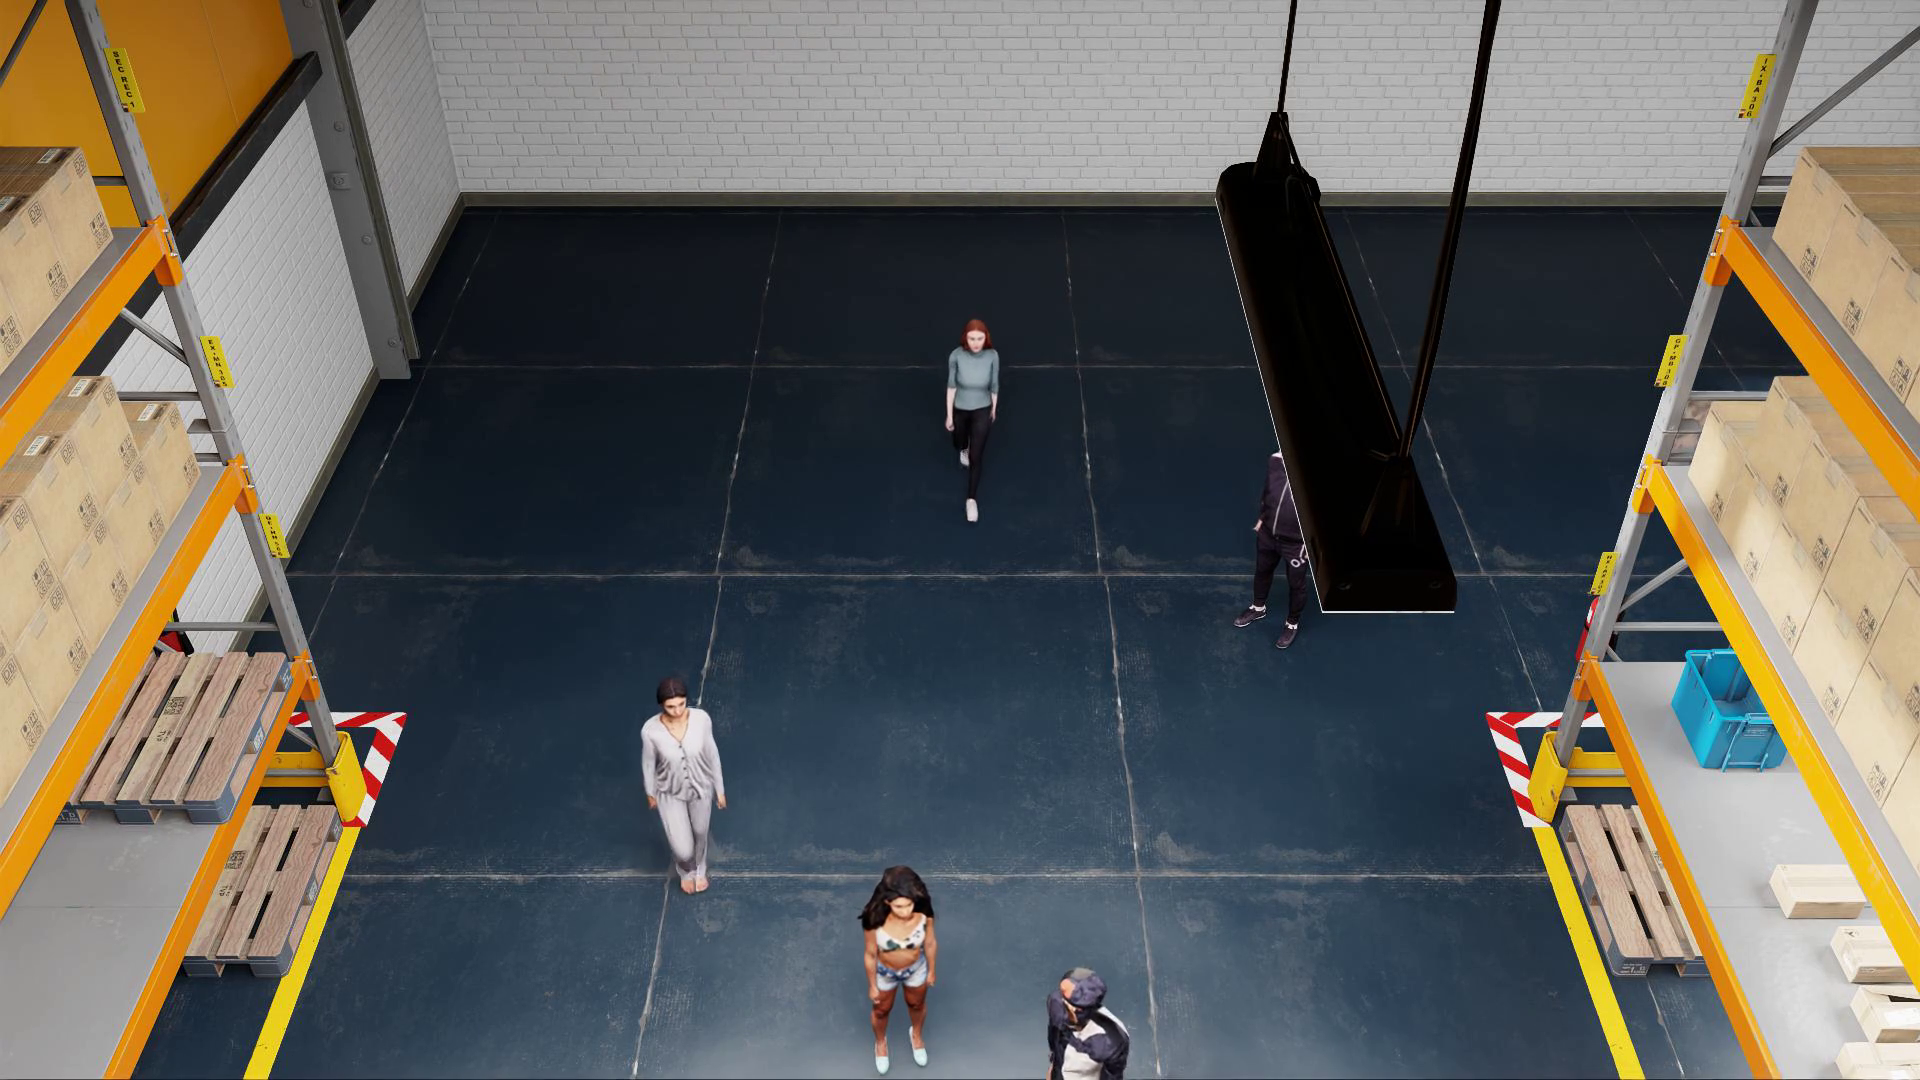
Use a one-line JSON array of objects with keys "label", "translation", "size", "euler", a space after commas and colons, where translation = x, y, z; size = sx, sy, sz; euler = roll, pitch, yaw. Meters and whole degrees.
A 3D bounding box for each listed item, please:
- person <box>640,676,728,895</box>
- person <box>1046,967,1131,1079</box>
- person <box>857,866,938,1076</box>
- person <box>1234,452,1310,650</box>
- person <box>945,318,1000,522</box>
[{"label": "person", "translation": [-1.697, 1.442, 10.109], "size": [0.716, 1.761, 0.753], "euler": [-15, 41, -17]}, {"label": "person", "translation": [0.680, 2.738, 8.407], "size": [1.052, 1.859, 1.131], "euler": [28, 46, 30]}, {"label": "person", "translation": [-0.326, 2.345, 9.088], "size": [0.610, 1.622, 0.623], "euler": [-7, 39, -9]}, {"label": "person", "translation": [2.348, -0.044, 11.911], "size": [0.756, 1.833, 0.811], "euler": [31, 48, 33]}, {"label": "person", "translation": [0.076, -1.045, 13.254], "size": [0.596, 1.721, 1.082], "euler": [1, 39, 1]}]
